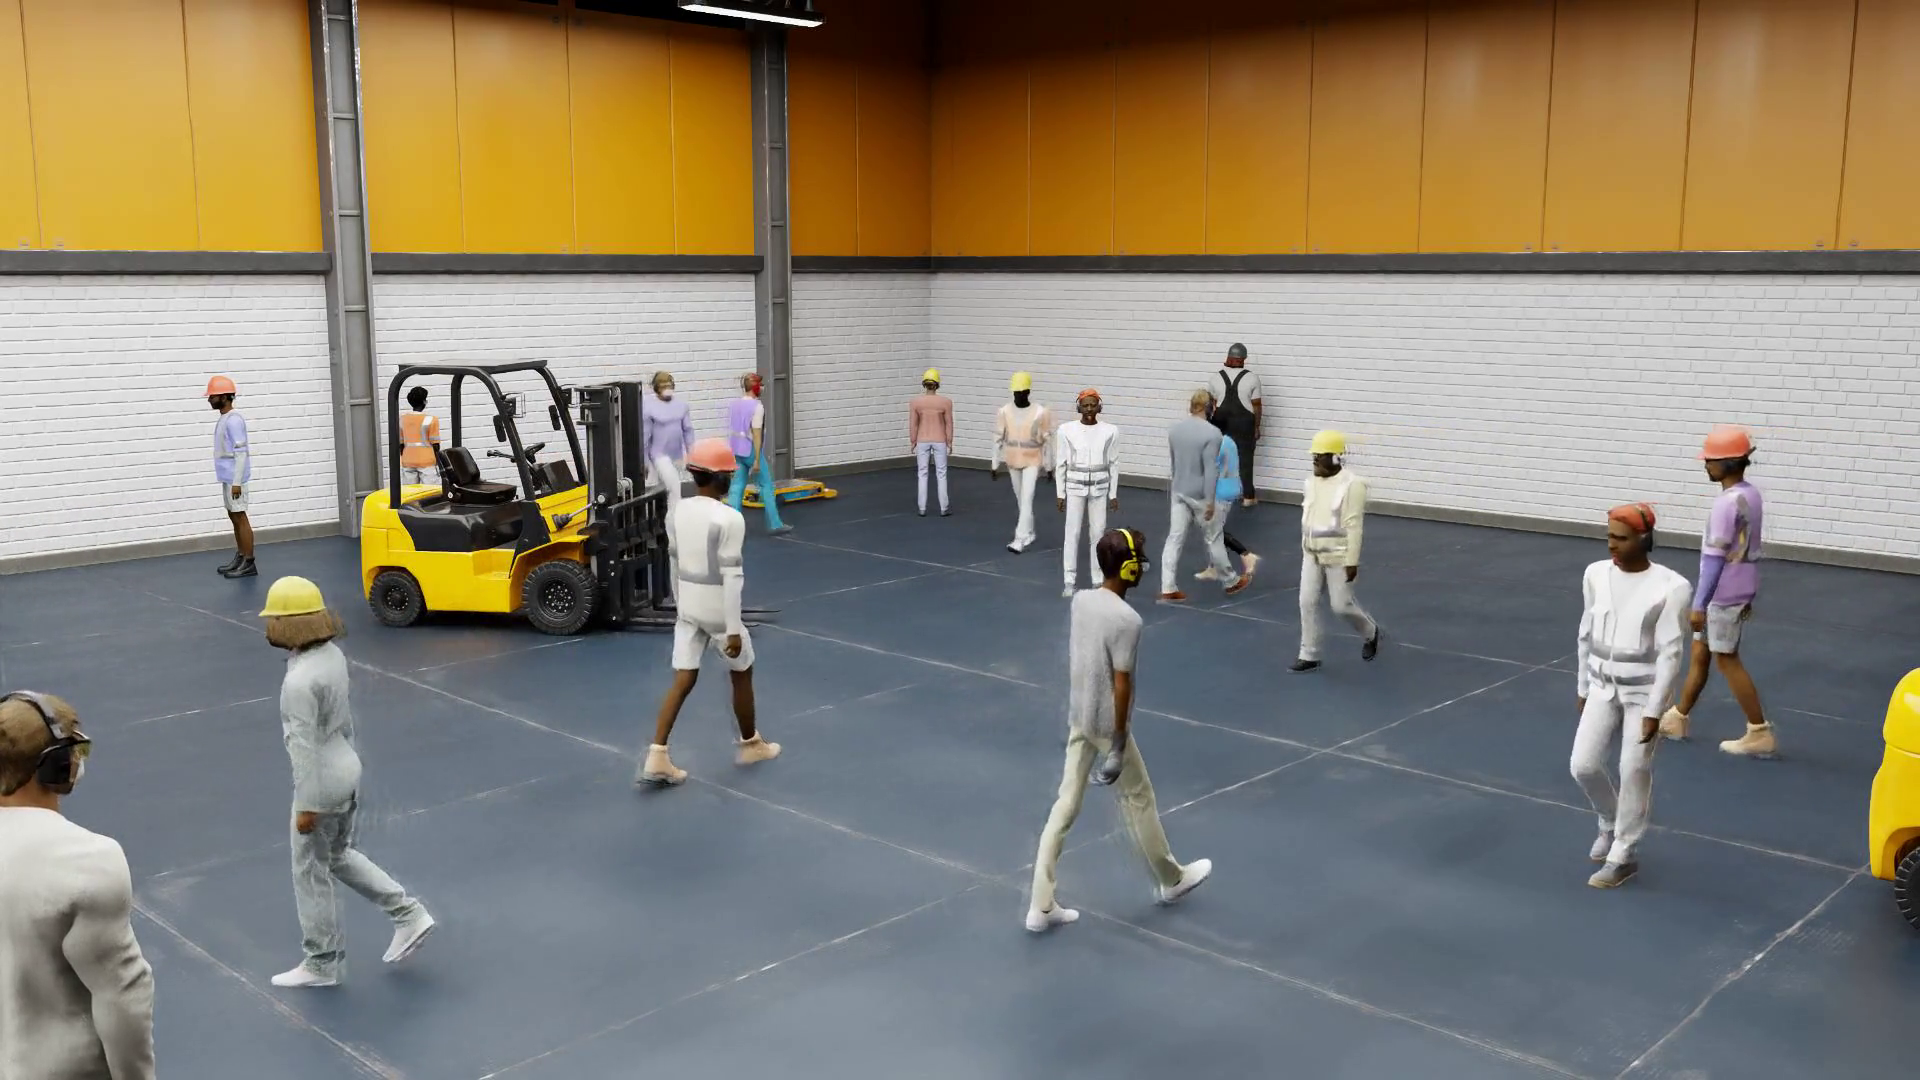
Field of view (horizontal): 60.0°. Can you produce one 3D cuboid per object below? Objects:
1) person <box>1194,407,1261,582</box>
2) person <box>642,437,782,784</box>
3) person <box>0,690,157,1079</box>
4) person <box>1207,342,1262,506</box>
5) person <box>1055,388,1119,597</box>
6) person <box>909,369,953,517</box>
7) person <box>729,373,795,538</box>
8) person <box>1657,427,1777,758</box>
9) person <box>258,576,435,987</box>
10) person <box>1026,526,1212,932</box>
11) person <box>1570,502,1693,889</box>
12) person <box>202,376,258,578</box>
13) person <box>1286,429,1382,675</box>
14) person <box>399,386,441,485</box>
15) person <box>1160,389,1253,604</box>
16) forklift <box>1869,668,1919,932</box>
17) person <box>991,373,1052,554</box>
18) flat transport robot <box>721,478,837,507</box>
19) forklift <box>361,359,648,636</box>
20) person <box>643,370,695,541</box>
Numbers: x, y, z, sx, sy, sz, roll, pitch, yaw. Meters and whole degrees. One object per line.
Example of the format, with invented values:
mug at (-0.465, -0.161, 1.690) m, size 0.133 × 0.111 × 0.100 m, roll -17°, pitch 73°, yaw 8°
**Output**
person at (2.514, -0.412, 15.551) m, size 0.596 × 1.670 × 0.542 m, roll 4°, pitch 10°, yaw 25°
person at (-1.467, 0.404, 9.590) m, size 0.621 × 1.999 × 1.025 m, roll 7°, pitch 11°, yaw 36°
person at (-2.241, 1.321, 4.130) m, size 0.628 × 1.940 × 0.373 m, roll 3°, pitch 10°, yaw 19°
person at (3.456, -1.448, 20.791) m, size 0.673 × 2.000 × 0.536 m, roll 4°, pitch 10°, yaw 24°
person at (1.143, -0.420, 14.979) m, size 0.581 × 1.883 × 0.346 m, roll -1°, pitch 9°, yaw -4°
person at (-0.339, -1.153, 19.822) m, size 0.526 × 1.769 × 0.328 m, roll 1°, pitch 9°, yaw 6°
person at (-2.223, -0.929, 18.292) m, size 0.873 × 1.807 × 0.584 m, roll -9°, pitch 13°, yaw -43°
person at (4.610, 0.312, 10.114) m, size 0.866 × 2.008 × 0.630 m, roll 7°, pitch 11°, yaw 36°
person at (-2.549, 0.989, 6.826) m, size 0.554 × 1.721 × 0.518 m, roll -1°, pitch 9°, yaw -5°
person at (0.699, 0.835, 7.525) m, size 1.021 × 1.806 × 0.502 m, roll -7°, pitch 11°, yaw -36°
person at (3.166, 0.741, 7.907) m, size 0.447 × 1.868 × 0.574 m, roll -7°, pitch 11°, yaw -36°
person at (-6.995, -0.601, 15.916) m, size 0.374 × 1.935 × 0.552 m, roll -6°, pitch 11°, yaw -33°
person at (2.750, 0.080, 12.138) m, size 0.707 × 1.806 × 0.594 m, roll -6°, pitch 11°, yaw -34°
person at (-5.839, -0.815, 17.994) m, size 0.530 × 1.689 × 0.321 m, roll 3°, pitch 10°, yaw 18°
person at (2.164, -0.389, 14.769) m, size 0.992 × 1.885 × 0.652 m, roll -7°, pitch 12°, yaw -36°
forklift at (5.205, 0.723, 7.013) m, size 2.313 × 2.155 × 1.214 m, roll 9°, pitch 13°, yaw 43°
person at (0.639, -0.813, 17.418) m, size 0.616 × 1.869 × 1.006 m, roll 4°, pitch 10°, yaw 24°
flat transport robot at (-2.283, -0.603, 21.022) m, size 0.652 × 0.197 × 1.431 m, roll 7°, pitch 12°, yaw 38°
forklift at (-3.850, -0.407, 13.936) m, size 2.313 × 2.155 × 1.214 m, roll 2°, pitch 9°, yaw 11°
person at (-3.196, -0.882, 17.808) m, size 1.015 × 1.891 × 0.628 m, roll 7°, pitch 12°, yaw 37°
